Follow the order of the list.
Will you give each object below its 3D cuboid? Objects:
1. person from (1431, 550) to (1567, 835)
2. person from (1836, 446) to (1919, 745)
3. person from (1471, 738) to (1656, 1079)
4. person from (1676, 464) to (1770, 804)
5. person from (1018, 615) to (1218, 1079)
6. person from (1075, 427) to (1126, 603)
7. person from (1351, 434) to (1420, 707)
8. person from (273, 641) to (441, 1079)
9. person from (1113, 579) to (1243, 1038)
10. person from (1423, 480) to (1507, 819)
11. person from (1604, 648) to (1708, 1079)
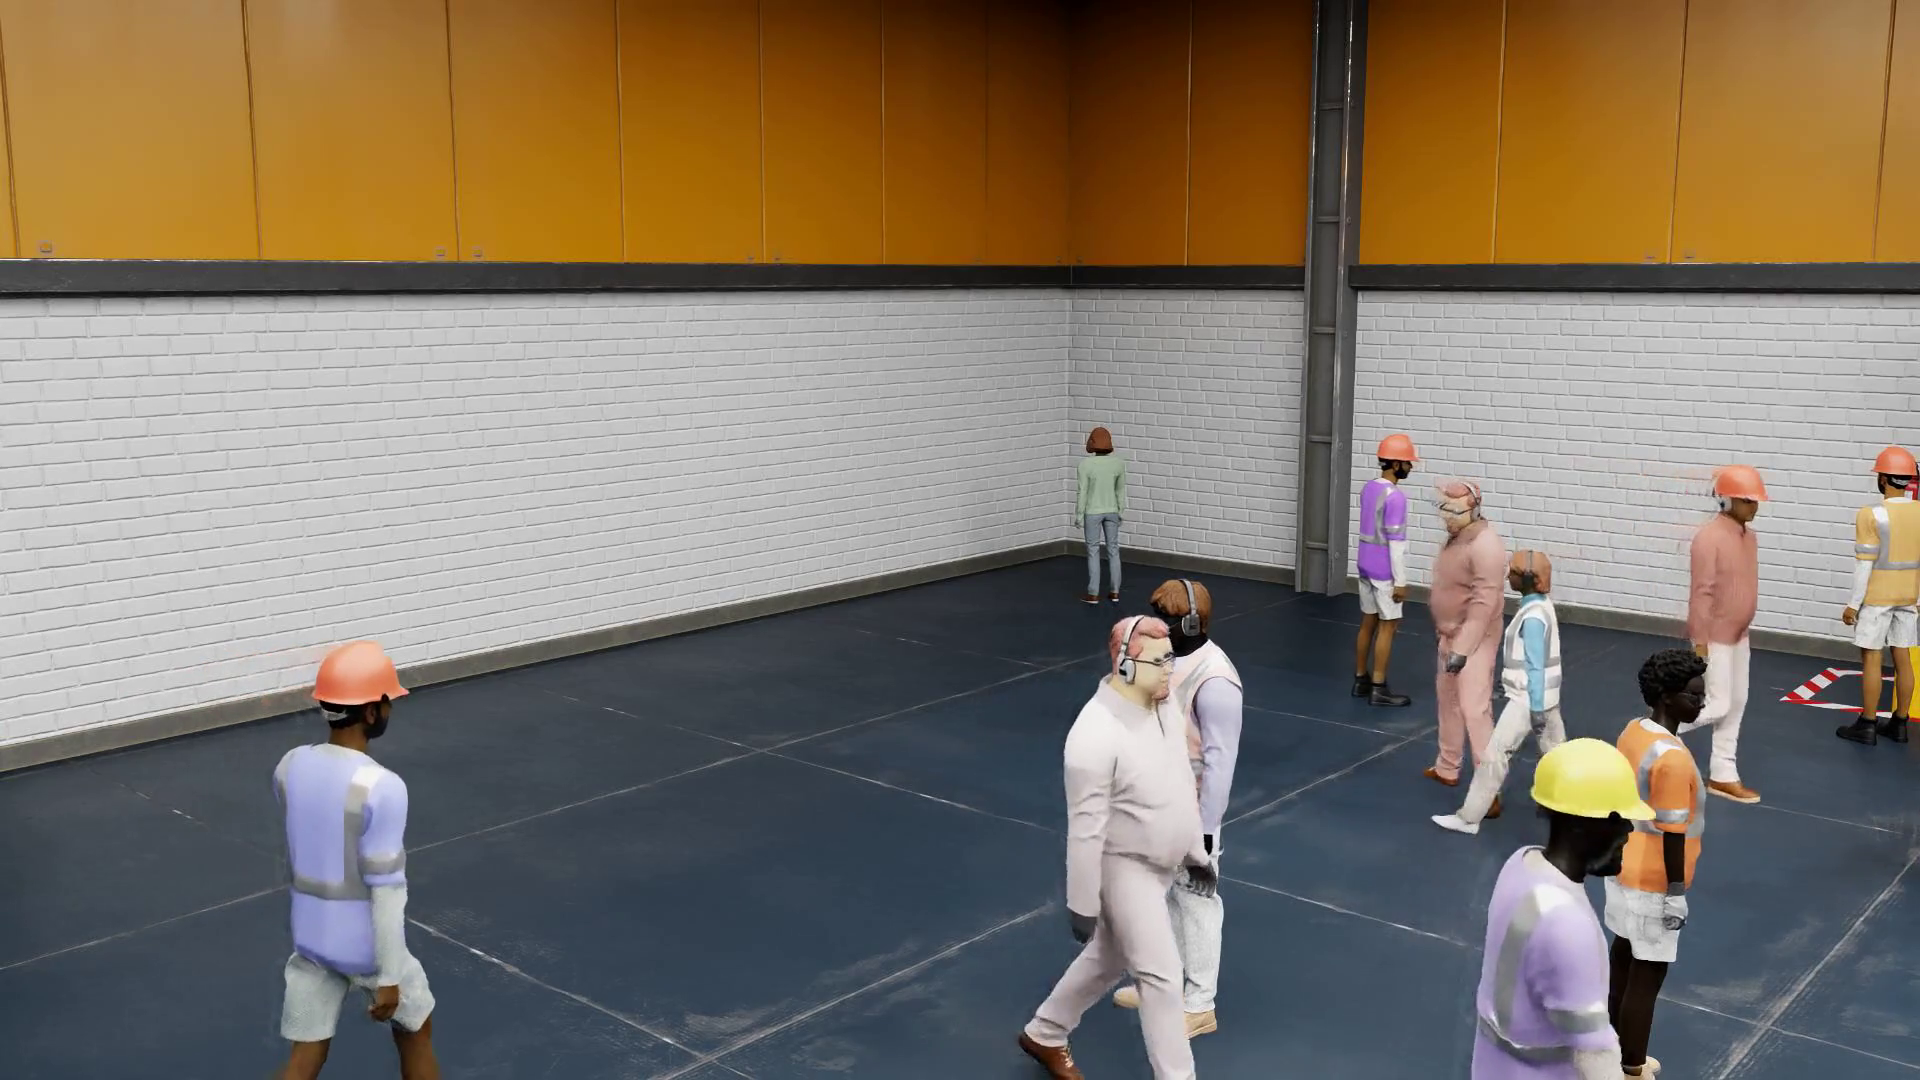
[{"bbox_3d":[3.045,0.837,8.874,0.882,1.593,0.525,4,10,26],"label":"person"},{"bbox_3d":[5.980,0.363,10.755,0.543,1.939,0.359,-2,9,-10],"label":"person"},{"bbox_3d":[1.556,1.428,4.285,1.009,1.871,0.587,3,9,17],"label":"person"},{"bbox_3d":[4.353,0.526,9.635,0.613,1.974,0.603,-7,12,-38],"label":"person"},{"bbox_3d":[0.590,1.167,5.953,0.956,1.870,0.645,5,10,29],"label":"person"},{"bbox_3d":[1.301,-0.229,15.425,0.504,1.632,0.270,-4,10,-21],"label":"person"},{"bbox_3d":[3.019,0.209,11.766,0.401,1.928,0.554,-2,9,-10],"label":"person"},{"bbox_3d":[-1.944,1.258,5.315,0.563,1.894,0.989,4,10,25],"label":"person"},{"bbox_3d":[0.867,1.063,6.666,0.429,1.844,0.625,-3,10,-19],"label":"person"},{"bbox_3d":[2.900,0.584,9.604,0.393,1.875,0.916,0,9,-2],"label":"person"},{"bbox_3d":[2.541,1.224,6.097,0.318,1.698,0.540,1,9,5],"label":"person"}]
